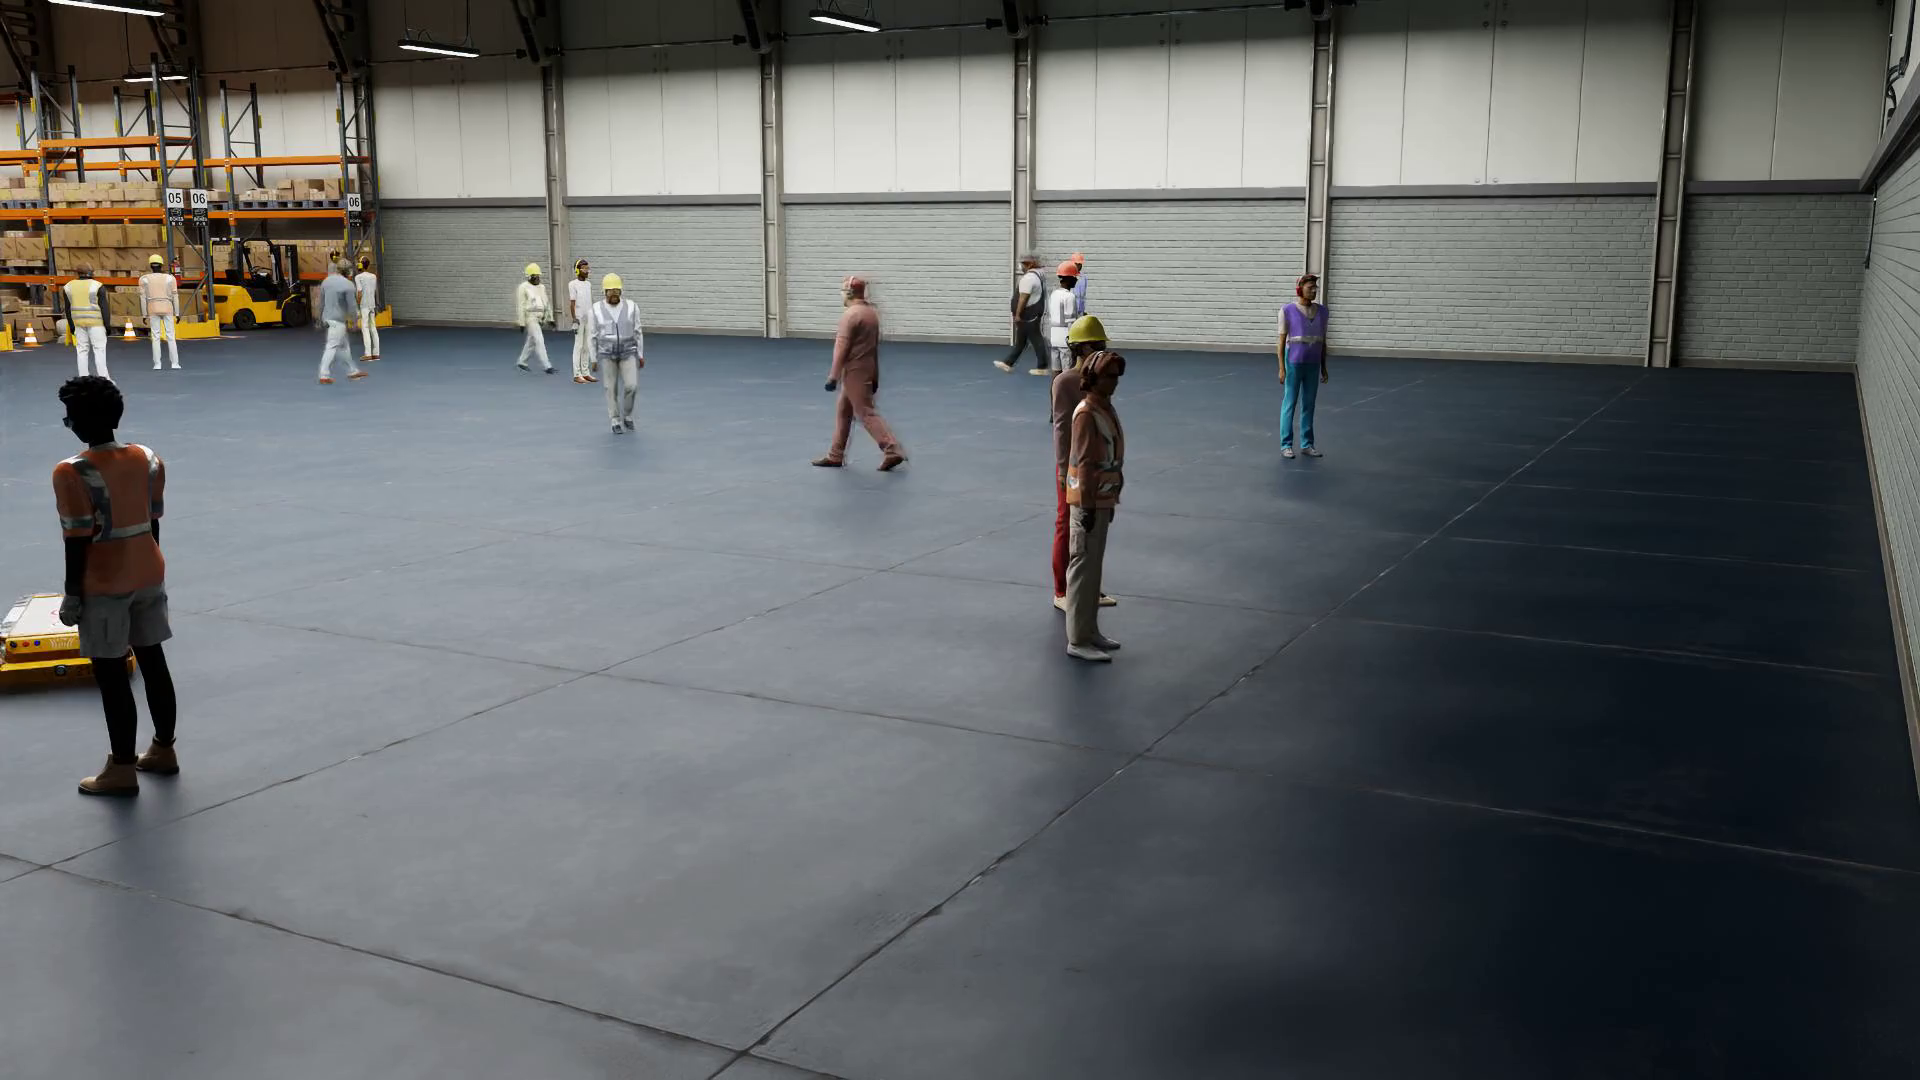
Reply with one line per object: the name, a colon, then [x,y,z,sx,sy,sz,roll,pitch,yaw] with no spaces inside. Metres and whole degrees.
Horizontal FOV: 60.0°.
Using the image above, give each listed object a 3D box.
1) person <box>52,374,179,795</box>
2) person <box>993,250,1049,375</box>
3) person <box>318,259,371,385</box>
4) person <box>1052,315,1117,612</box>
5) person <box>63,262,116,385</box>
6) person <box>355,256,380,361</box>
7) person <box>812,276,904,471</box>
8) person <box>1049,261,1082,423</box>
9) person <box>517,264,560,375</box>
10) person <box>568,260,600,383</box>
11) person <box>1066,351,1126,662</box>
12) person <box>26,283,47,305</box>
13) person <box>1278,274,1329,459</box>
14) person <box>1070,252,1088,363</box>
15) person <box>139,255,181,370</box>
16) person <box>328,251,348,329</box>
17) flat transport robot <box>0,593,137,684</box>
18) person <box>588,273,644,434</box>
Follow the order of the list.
person: [-3.409,0.180,6.708,0.319,1.694,0.532,3,11,14]
person: [1.004,-3.679,26.807,0.987,2.000,0.707,2,11,12]
person: [-9.324,-3.292,25.116,0.661,1.884,0.932,8,13,36]
person: [0.749,-0.452,9.951,0.305,1.772,0.525,9,14,40]
person: [-12.903,-3.187,24.671,0.629,1.840,0.429,0,10,1]
person: [-10.630,-4.135,29.745,0.325,1.876,0.521,4,11,20]
person: [-0.965,-1.589,15.903,0.954,1.866,0.641,2,11,12]
person: [1.264,-2.342,19.794,0.361,1.938,0.546,-5,11,-24]
person: [-6.906,-3.582,26.984,0.922,1.792,0.596,4,11,22]
person: [-5.740,-3.327,25.352,0.328,1.872,0.508,4,11,21]
person: [0.718,-0.186,8.866,0.315,1.636,0.515,3,11,17]
person: [-24.758,-6.870,44.558,0.390,1.919,0.581,5,11,23]
person: [3.462,-1.755,16.834,0.569,1.849,0.384,-4,11,-22]
person: [2.019,-4.038,29.041,0.543,1.939,0.370,-7,13,-35]
person: [-13.348,-3.794,27.768,0.585,1.919,0.374,-5,11,-23]
person: [-14.871,-5.942,39.626,0.317,1.865,0.523,-8,13,-36]
flat transport robot: [-4.742,0.489,8.907,0.652,0.197,1.431,-4,11,-22]
person: [-3.871,-2.088,18.733,0.629,1.817,0.465,-3,11,-17]
